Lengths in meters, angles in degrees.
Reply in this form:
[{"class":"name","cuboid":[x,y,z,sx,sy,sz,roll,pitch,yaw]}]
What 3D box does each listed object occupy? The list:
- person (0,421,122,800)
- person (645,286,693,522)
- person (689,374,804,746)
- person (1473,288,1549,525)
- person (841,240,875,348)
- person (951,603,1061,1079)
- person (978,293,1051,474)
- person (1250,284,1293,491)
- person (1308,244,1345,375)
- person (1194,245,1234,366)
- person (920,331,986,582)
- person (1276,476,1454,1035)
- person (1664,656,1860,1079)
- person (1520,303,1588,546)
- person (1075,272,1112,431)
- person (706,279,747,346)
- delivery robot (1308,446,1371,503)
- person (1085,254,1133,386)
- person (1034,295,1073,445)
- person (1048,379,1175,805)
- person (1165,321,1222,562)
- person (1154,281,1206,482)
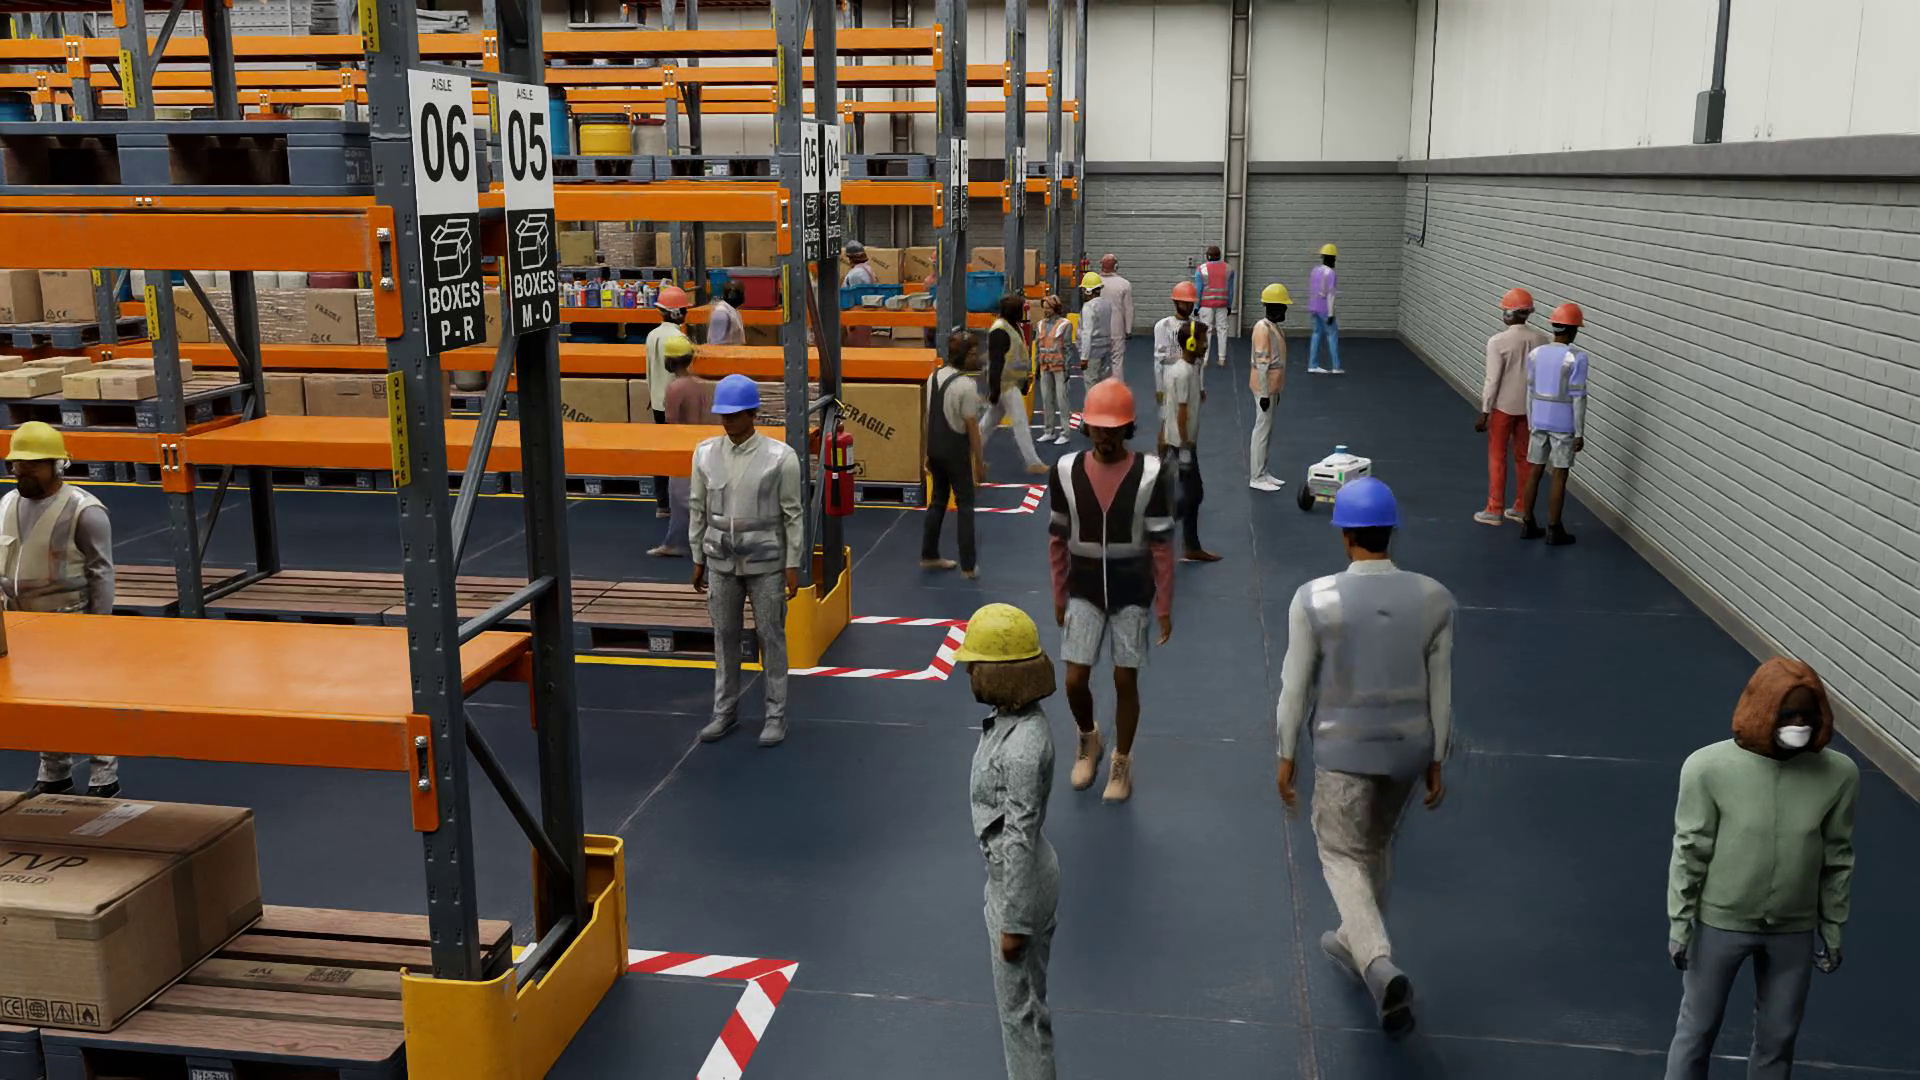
[{"class":"person","cuboid":[-4.197,0.361,7.708,0.591,1.837,0.403,3,13,15]},{"class":"person","cuboid":[-2.434,-1.156,14.192,0.383,1.996,0.609,-11,16,-40]},{"class":"person","cuboid":[-1.111,0.108,8.594,0.612,1.946,0.405,3,13,15]},{"class":"person","cuboid":[4.642,-1.116,14.038,0.643,1.989,0.413,-5,14,-22]},{"class":"person","cuboid":[-1.430,-3.080,22.775,0.536,2.000,0.678,3,13,13]},{"class":"person","cuboid":[0.133,1.030,4.919,0.320,1.736,0.486,0,12,-2]},{"class":"person","cuboid":[0.453,-1.546,16.428,0.953,1.794,0.660,3,13,13]},{"class":"person","cuboid":[2.906,-1.432,15.592,0.366,1.926,0.594,4,13,19]},{"class":"person","cuboid":[5.388,-3.385,24.472,0.470,1.905,0.598,-6,14,-23]},{"class":"person","cuboid":[3.889,-3.592,25.552,0.619,1.841,0.430,-2,13,-8]},{"class":"person","cuboid":[-0.051,-0.609,12.111,0.401,1.831,0.550,-10,16,-39]},{"class":"person","cuboid":[1.444,0.750,5.810,0.612,1.912,0.838,-2,13,-9]},{"class":"person","cuboid":[2.285,1.117,4.781,0.505,1.627,0.279,1,13,4]},{"class":"person","cuboid":[4.778,-0.927,13.316,0.379,1.928,0.547,-8,15,-32]},{"class":"person","cuboid":[1.519,-2.151,19.092,0.405,1.826,0.597,6,14,27]},{"class":"person","cuboid":[-2.522,-1.893,17.941,0.477,1.817,0.644,0,12,-1]},{"class":"delivery robot","cuboid":[3.357,-0.589,14.698,0.477,0.478,0.707,9,15,34]},{"class":"person","cuboid":[1.925,-2.730,21.494,0.642,1.913,0.409,4,13,17]},{"class":"person","cuboid":[1.032,-1.867,18.236,0.527,1.630,0.313,12,17,44]},{"class":"person","cuboid":[0.699,0.256,7.760,0.620,2.027,0.440,3,13,15]},{"class":"person","cuboid":[1.723,-0.722,12.551,0.530,1.857,0.577,2,13,11]},{"class":"person","cuboid":[2.094,-1.477,15.767,0.545,1.941,0.350,-6,14,-24]}]
